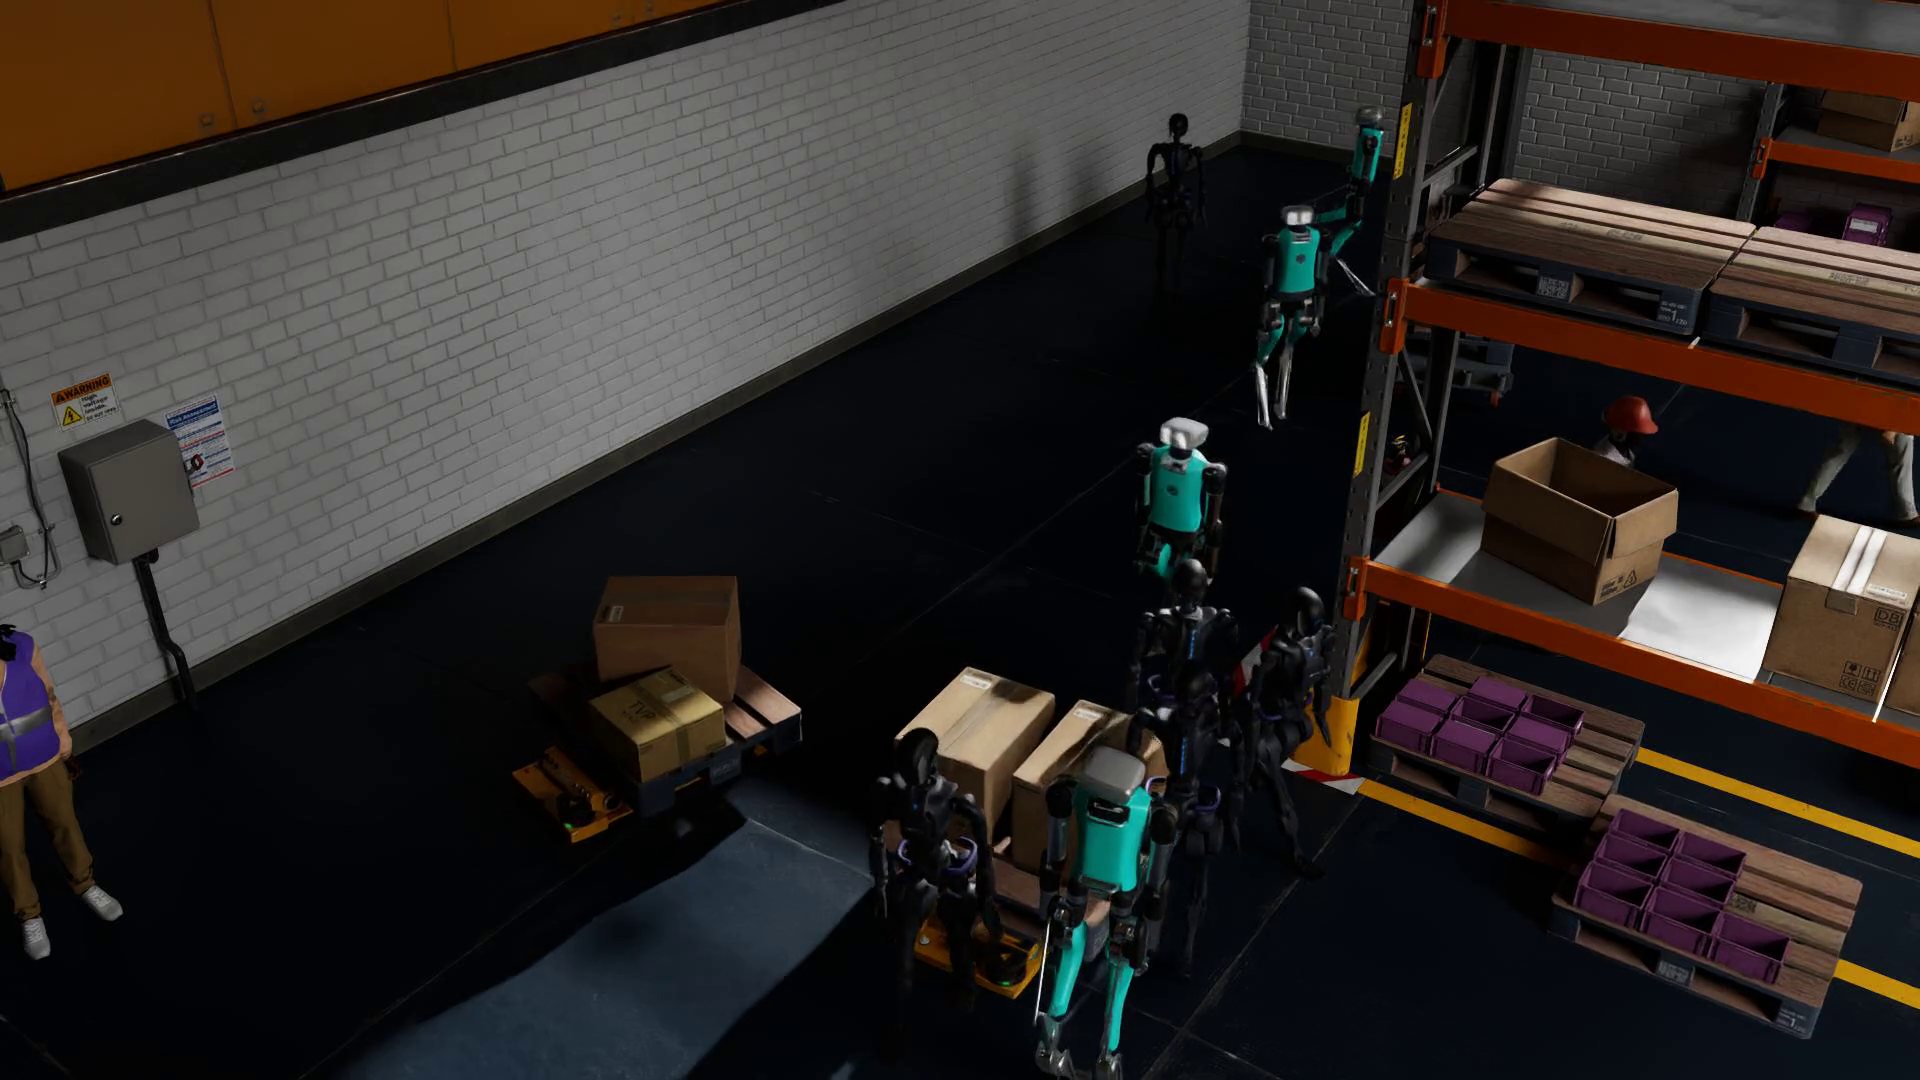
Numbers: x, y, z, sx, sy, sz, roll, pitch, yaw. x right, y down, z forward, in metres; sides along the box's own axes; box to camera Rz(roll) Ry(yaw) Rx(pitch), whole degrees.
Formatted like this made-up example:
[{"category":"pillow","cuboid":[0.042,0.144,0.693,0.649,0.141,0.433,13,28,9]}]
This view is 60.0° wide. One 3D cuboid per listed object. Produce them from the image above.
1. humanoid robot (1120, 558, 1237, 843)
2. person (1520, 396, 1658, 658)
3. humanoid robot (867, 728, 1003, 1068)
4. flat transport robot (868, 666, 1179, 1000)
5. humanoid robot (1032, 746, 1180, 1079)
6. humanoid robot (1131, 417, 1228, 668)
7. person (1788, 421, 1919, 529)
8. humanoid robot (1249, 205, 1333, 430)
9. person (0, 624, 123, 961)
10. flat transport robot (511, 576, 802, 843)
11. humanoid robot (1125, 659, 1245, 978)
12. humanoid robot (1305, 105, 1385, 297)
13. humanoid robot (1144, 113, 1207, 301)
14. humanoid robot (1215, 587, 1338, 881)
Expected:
[{"category":"humanoid robot","cuboid":[1.070,0.815,8.205,0.612,1.648,0.327,-4,30,-8]},{"category":"person","cuboid":[3.771,-0.028,9.628,0.822,1.723,0.585,16,34,26]},{"category":"humanoid robot","cuboid":[-0.105,1.490,7.081,0.611,1.637,0.653,11,32,18]},{"category":"flat transport robot","cuboid":[0.324,1.643,8.189,0.659,0.231,1.431,16,34,26]},{"category":"humanoid robot","cuboid":[0.517,1.727,6.670,0.550,1.890,0.686,10,31,17]},{"category":"humanoid robot","cuboid":[1.306,0.050,9.537,0.547,1.828,0.808,15,33,24]},{"category":"person","cuboid":[6.186,-0.901,11.049,0.976,1.828,0.563,-1,30,-1]},{"category":"humanoid robot","cuboid":[2.421,-1.721,12.555,0.555,1.793,0.680,-5,30,-8]},{"category":"person","cuboid":[-4.338,1.018,7.608,0.409,1.933,0.533,24,38,35]},{"category":"flat transport robot","cuboid":[-1.648,1.134,9.072,1.431,0.231,0.659,-23,37,-34]},{"category":"humanoid robot","cuboid":[0.983,1.236,7.504,0.598,1.640,0.522,6,31,11]},{"category":"humanoid robot","cuboid":[3.291,-2.990,14.822,1.043,1.788,0.538,6,30,10]},{"category":"humanoid robot","cuboid":[1.925,-2.973,14.798,0.587,1.659,0.430,11,32,18]},{"category":"humanoid robot","cuboid":[1.563,0.901,8.122,0.589,1.623,0.726,-20,35,-31]}]
